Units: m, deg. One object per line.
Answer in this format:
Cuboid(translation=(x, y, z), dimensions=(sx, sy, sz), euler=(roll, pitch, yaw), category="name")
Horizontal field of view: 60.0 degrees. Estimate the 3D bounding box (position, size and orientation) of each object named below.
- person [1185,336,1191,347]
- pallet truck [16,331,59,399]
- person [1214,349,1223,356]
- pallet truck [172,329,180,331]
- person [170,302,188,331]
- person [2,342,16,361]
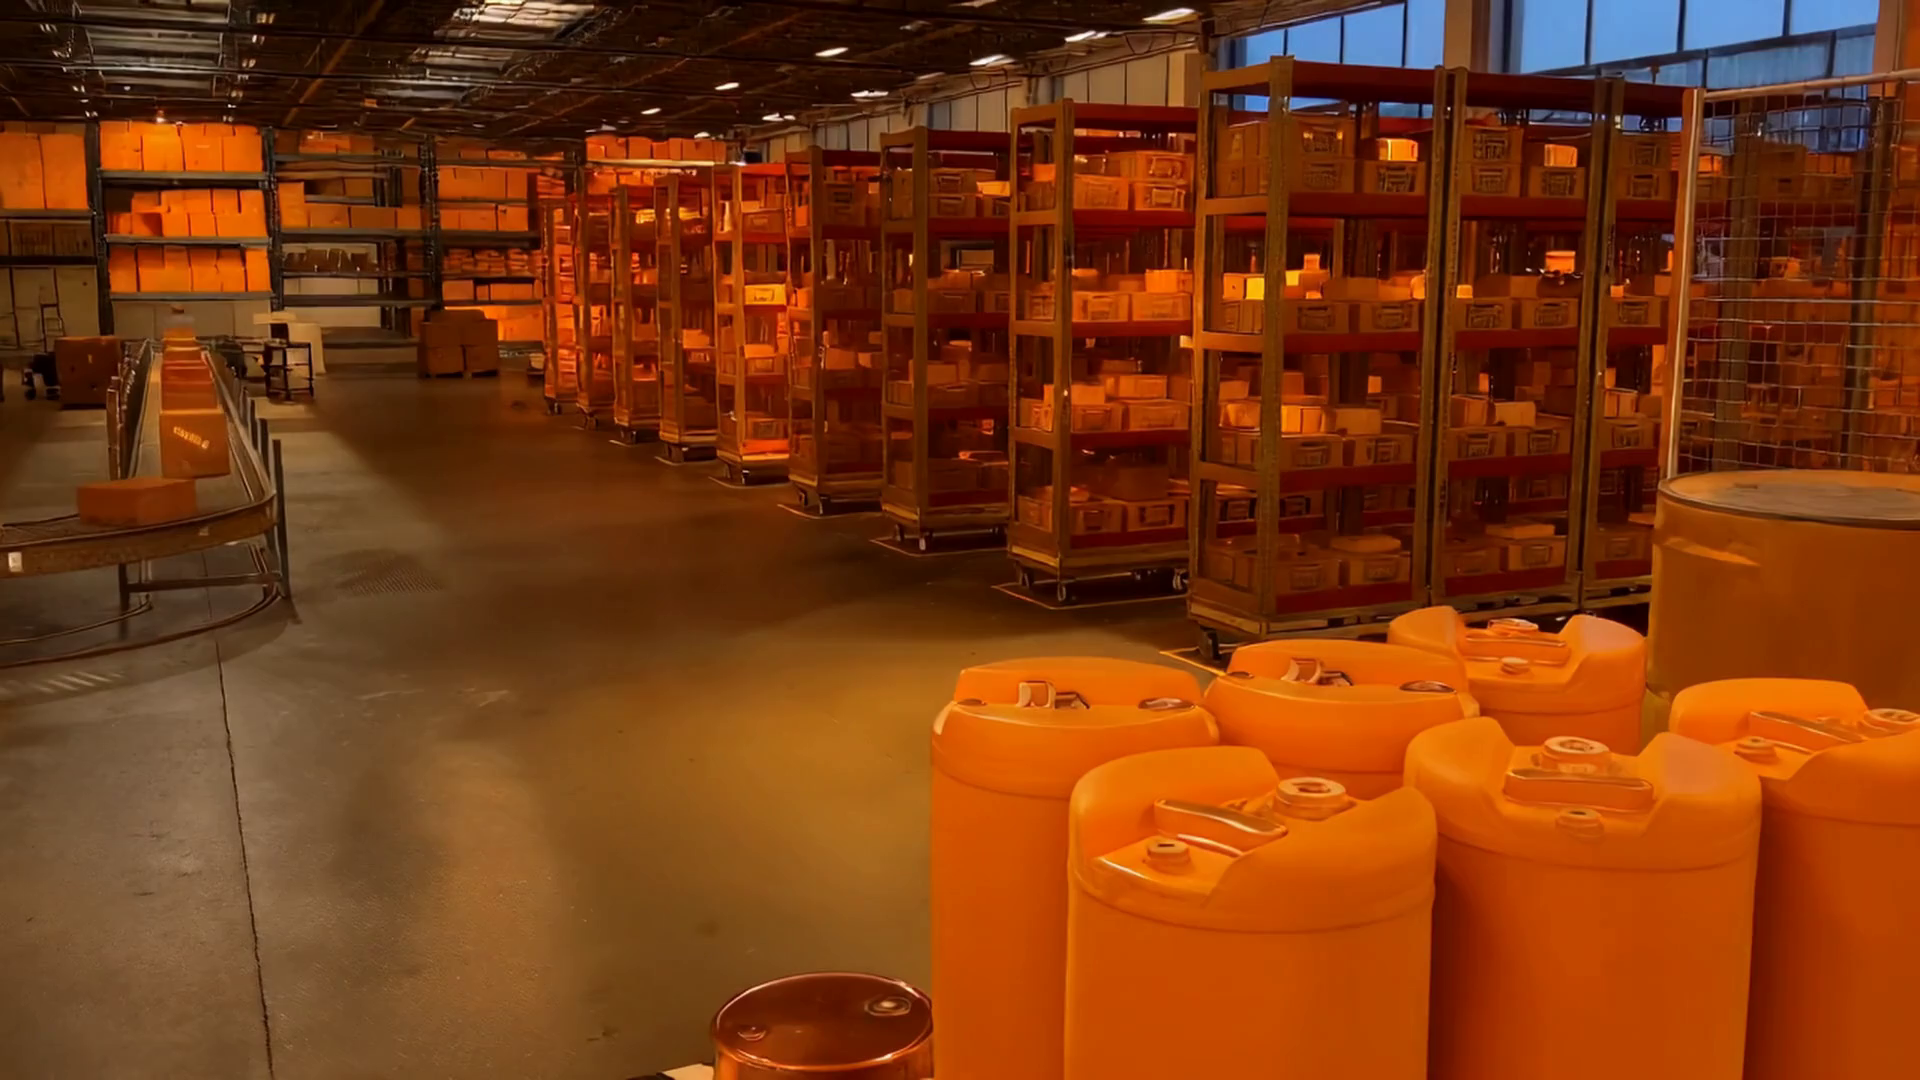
Cuboid(translation=(3.522, -2.540, 25.173), dimensions=(0.677, 1.813, 0.631), euler=(-1, 9, -5), category="person")
Cuboid(translation=(-17.082, -3.353, 31.781), dimensions=(1.630, 1.274, 0.653), euler=(-4, 10, -25), category="pallet truck")
Cuboid(translation=(3.748, -2.388, 24.205), dimensions=(0.596, 1.812, 0.583), euler=(-4, 10, -22), category="person")
Cuboid(translation=(-17.275, -3.851, 35.096), dimensions=(1.601, 1.201, 0.680), euler=(0, 9, 1), category="pallet truck")
Cuboid(translation=(-17.288, -4.418, 36.979), dimensions=(0.543, 1.749, 0.507), euler=(9, 13, 43), category="person")
Cuboid(translation=(-26.086, -5.667, 44.831), dimensions=(0.900, 1.725, 0.536), euler=(-5, 11, -30), category="person")
